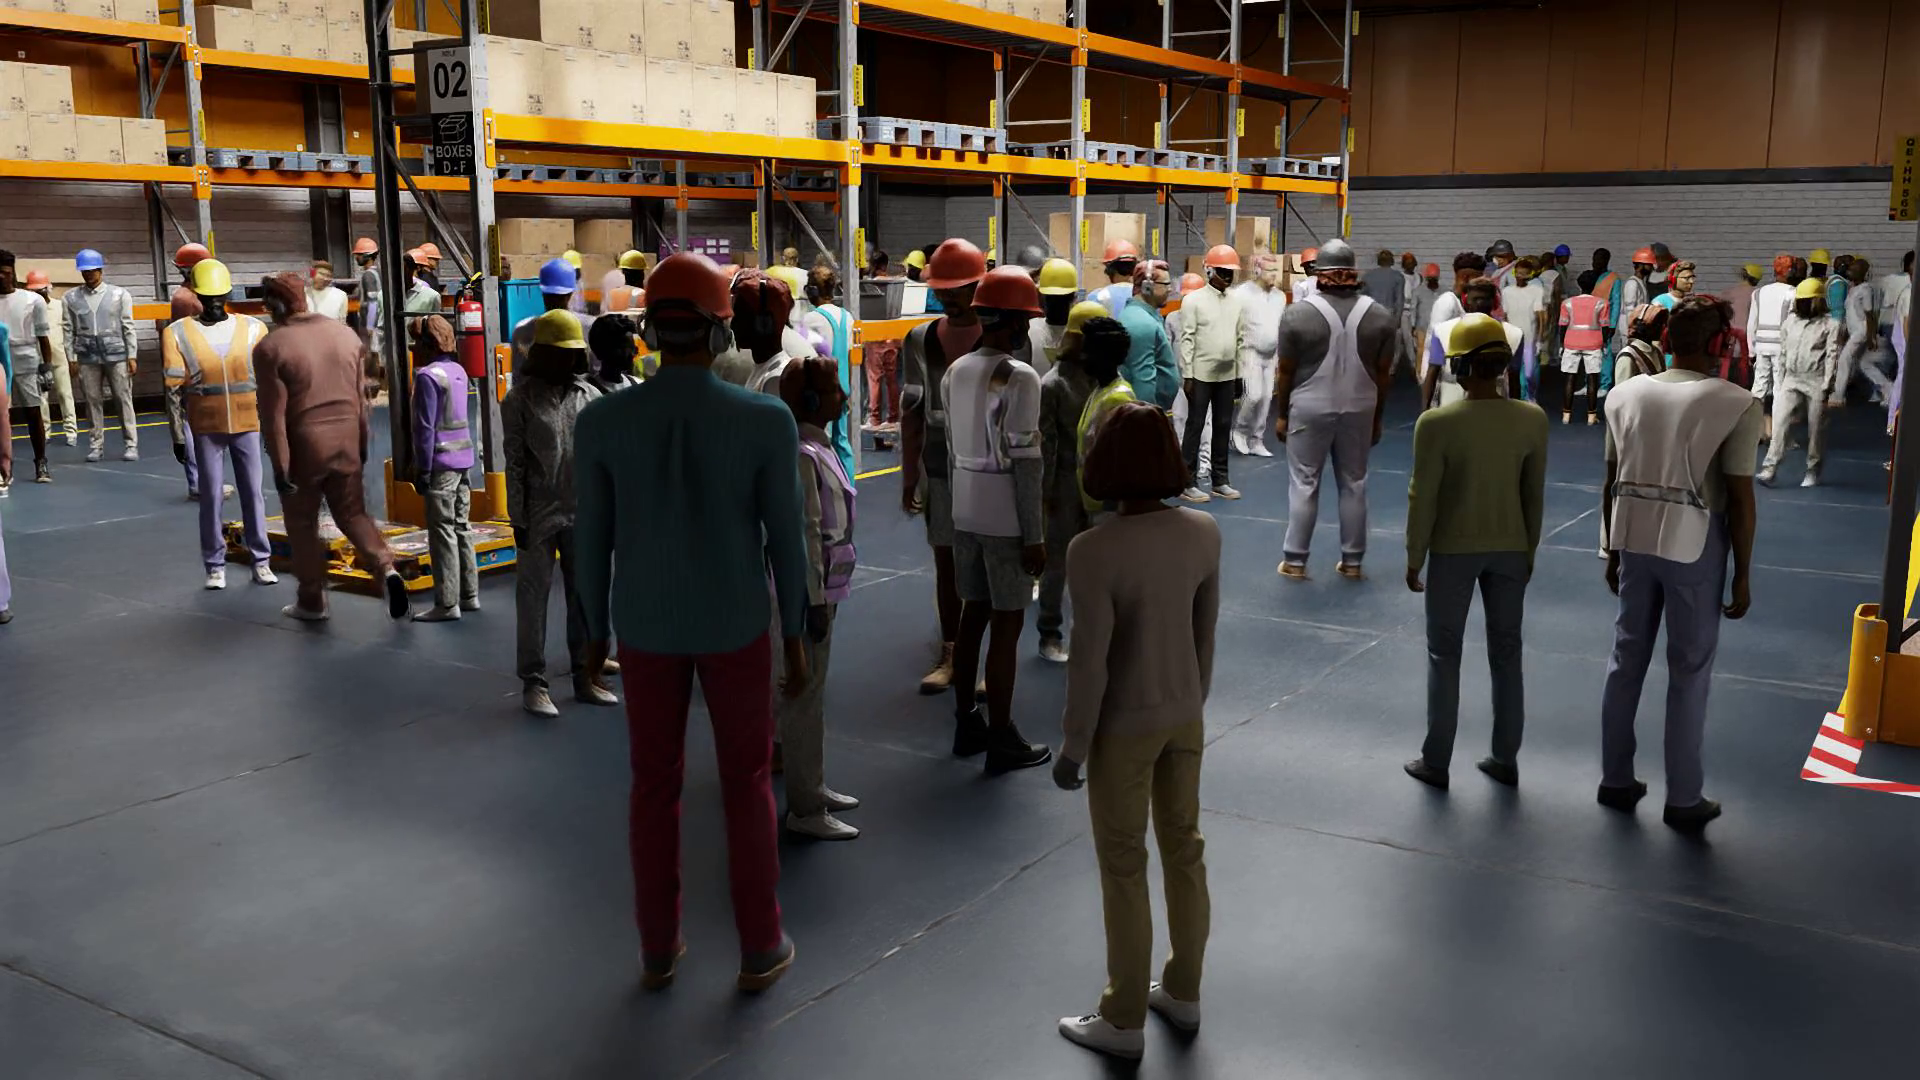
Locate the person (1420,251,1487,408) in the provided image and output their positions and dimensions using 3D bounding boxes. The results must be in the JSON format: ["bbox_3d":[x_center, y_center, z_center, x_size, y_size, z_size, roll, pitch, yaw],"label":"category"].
[{"bbox_3d":[3.817,-1.269,12.964,0.435,1.947,0.646,6,12,29],"label":"person"}]

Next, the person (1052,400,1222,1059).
[{"bbox_3d":[0.442,0.471,4.145,0.498,1.634,0.282,-8,13,-37],"label":"person"}]

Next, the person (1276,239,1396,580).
[{"bbox_3d":[2.203,-0.776,9.931,0.688,2.000,0.535,-1,10,-4],"label":"person"}]

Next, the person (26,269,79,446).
[{"bbox_3d":[-8.950,-1.773,16.298,0.573,1.739,0.355,-4,11,-19],"label":"person"}]

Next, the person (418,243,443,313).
[{"bbox_3d":[-6.449,-2.604,20.226,0.416,1.986,0.618,1,10,6],"label":"person"}]

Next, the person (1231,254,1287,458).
[{"bbox_3d":[2.799,-1.696,15.444,0.661,1.887,0.440,-6,12,-29],"label":"person"}]

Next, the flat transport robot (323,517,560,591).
[{"bbox_3d":[-3.081,0.070,10.146,0.652,0.197,1.431,6,12,29],"label":"flat transport robot"}]

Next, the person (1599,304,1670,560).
[{"bbox_3d":[4.258,-0.667,10.470,0.509,1.629,0.315,-10,14,-43],"label":"person"}]

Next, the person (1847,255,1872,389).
[{"bbox_3d":[12.199,-2.968,22.680,0.403,1.824,0.593,5,11,26],"label":"person"}]

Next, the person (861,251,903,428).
[{"bbox_3d":[-0.826,-2.116,17.742,0.598,1.908,0.410,-10,14,-44],"label":"person"}]

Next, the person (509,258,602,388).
[{"bbox_3d":[-2.312,-0.671,9.673,0.632,1.918,0.556,0,10,2],"label":"person"}]

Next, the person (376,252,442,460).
[{"bbox_3d":[-4.940,-1.625,14.976,0.596,1.916,0.372,1,10,4],"label":"person"}]

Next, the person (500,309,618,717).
[{"bbox_3d":[-1.699,-0.113,7.112,0.483,1.738,0.320,-9,14,-41],"label":"person"}]

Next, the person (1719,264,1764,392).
[{"bbox_3d":[10.126,-2.699,21.513,0.559,1.698,0.898,10,14,43],"label":"person"}]

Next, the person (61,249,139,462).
[{"bbox_3d":[-7.847,-1.673,15.199,0.613,1.941,0.406,-3,11,-15],"label":"person"}]

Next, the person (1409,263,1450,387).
[{"bbox_3d":[6.436,-2.923,22.764,0.570,1.707,0.849,2,10,12],"label":"person"}]

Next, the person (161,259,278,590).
[{"bbox_3d":[-4.281,-0.665,9.676,0.590,1.913,0.394,-7,12,-34],"label":"person"}]

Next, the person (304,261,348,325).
[{"bbox_3d":[-6.704,-2.001,17.379,0.667,1.804,0.380,-2,10,-10],"label":"person"}]

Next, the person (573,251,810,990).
[{"bbox_3d":[-0.713,0.228,4.496,0.623,1.992,0.396,0,10,-2],"label":"person"}]

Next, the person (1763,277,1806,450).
[{"bbox_3d":[8.120,-1.744,16.333,0.535,1.672,0.715,-1,10,-7],"label":"person"}]

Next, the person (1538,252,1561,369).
[{"bbox_3d":[9.200,-3.627,26.308,0.401,1.835,0.563,-8,13,-38],"label":"person"}]

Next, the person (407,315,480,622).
[{"bbox_3d":[-2.761,-0.387,8.913,0.313,1.631,0.524,1,10,4],"label":"person"}]

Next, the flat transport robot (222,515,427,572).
[{"bbox_3d":[-4.065,-0.001,10.541,1.431,0.197,0.652,7,12,33],"label":"flat transport robot"}]

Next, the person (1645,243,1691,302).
[{"bbox_3d":[8.989,-2.843,21.383,0.906,2.000,0.749,-5,11,-24],"label":"person"}]

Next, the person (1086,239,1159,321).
[{"bbox_3d":[1.197,-1.241,12.542,0.608,2.032,0.428,-4,11,-21],"label":"person"}]

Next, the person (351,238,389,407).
[{"bbox_3d":[-7.137,-2.629,20.188,0.396,2.044,0.609,-1,10,-8],"label":"person"}]

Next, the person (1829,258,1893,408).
[{"bbox_3d":[10.849,-2.462,19.918,0.887,1.815,0.509,3,11,15],"label":"person"}]

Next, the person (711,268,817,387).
[{"bbox_3d":[-0.954,-0.303,7.723,0.653,1.896,0.402,-9,14,-42],"label":"person"}]

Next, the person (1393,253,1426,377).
[{"bbox_3d":[6.706,-3.383,24.947,0.608,1.843,0.988,-4,11,-20],"label":"person"}]

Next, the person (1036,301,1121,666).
[{"bbox_3d":[0.596,-0.271,7.977,0.489,1.741,0.321,-7,12,-32],"label":"person"}]

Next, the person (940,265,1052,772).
[{"bbox_3d":[0.158,-0.082,6.404,0.386,1.929,0.543,-7,12,-33],"label":"person"}]

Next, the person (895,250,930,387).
[{"bbox_3d":[-0.563,-2.573,20.301,0.640,1.895,0.414,-1,10,-3],"label":"person"}]

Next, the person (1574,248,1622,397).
[{"bbox_3d":[8.296,-2.808,21.530,0.393,1.919,0.590,-4,11,-20],"label":"person"}]

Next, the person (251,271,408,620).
[{"bbox_3d":[-3.309,-0.460,8.673,0.784,1.869,0.687,8,13,37],"label":"person"}]
